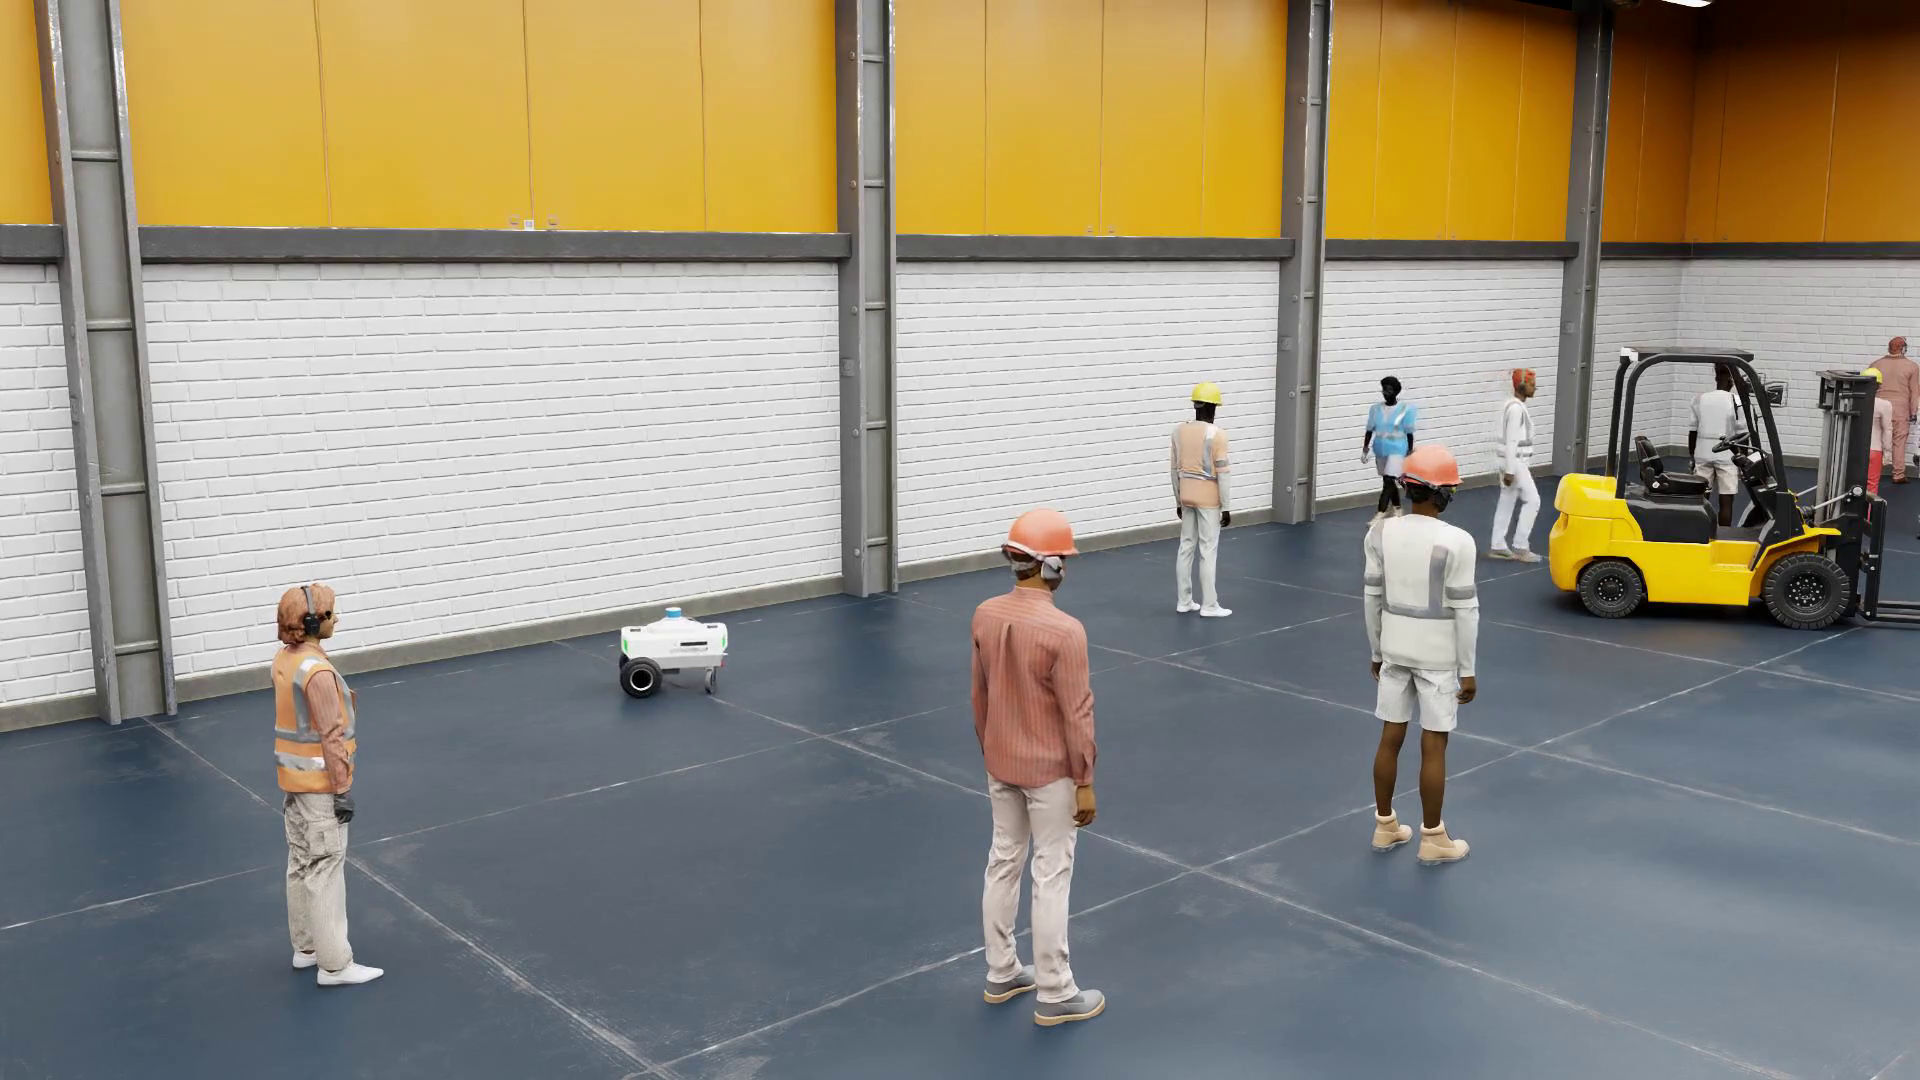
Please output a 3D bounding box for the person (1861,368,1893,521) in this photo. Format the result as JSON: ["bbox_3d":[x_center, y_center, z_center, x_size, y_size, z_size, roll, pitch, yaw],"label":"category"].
[{"bbox_3d":[9.639,-0.949,17.709,0.313,1.767,0.523,-9,13,-41],"label":"person"}]

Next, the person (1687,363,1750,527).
[{"bbox_3d":[7.391,-0.790,16.217,0.377,1.960,0.638,-8,13,-41],"label":"person"}]

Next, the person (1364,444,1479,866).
[{"bbox_3d":[2.246,0.554,8.089,0.371,2.044,0.608,-9,13,-41],"label":"person"}]

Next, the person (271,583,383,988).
[{"bbox_3d":[-2.598,0.988,6.727,0.307,1.641,0.512,-9,13,-41],"label":"person"}]

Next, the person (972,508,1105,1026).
[{"bbox_3d":[0.297,0.865,6.414,0.380,1.993,0.610,-9,13,-41],"label":"person"}]

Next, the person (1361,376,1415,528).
[{"bbox_3d":[4.659,-0.959,18.099,0.545,1.646,0.888,9,13,44],"label":"person"}]

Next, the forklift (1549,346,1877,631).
[{"bbox_3d":[6.109,-0.478,13.691,2.313,2.155,1.214,3,10,16],"label":"forklift"}]

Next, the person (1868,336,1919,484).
[{"bbox_3d":[12.109,-1.683,21.587,0.410,1.908,0.642,-9,13,-41],"label":"person"}]

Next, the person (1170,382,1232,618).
[{"bbox_3d":[1.978,-0.326,13.586,0.368,1.926,0.587,-9,13,-41],"label":"person"}]

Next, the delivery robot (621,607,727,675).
[{"bbox_3d":[-1.938,0.702,11.299,0.707,0.478,0.477,-2,10,-12],"label":"delivery robot"}]

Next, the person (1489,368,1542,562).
[{"bbox_3d":[5.442,-0.718,16.051,0.625,1.867,0.590,2,10,12],"label":"person"}]

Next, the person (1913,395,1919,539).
[{"bbox_3d":[10.366,-0.957,17.448,0.649,1.874,0.894,8,13,41],"label":"person"}]
